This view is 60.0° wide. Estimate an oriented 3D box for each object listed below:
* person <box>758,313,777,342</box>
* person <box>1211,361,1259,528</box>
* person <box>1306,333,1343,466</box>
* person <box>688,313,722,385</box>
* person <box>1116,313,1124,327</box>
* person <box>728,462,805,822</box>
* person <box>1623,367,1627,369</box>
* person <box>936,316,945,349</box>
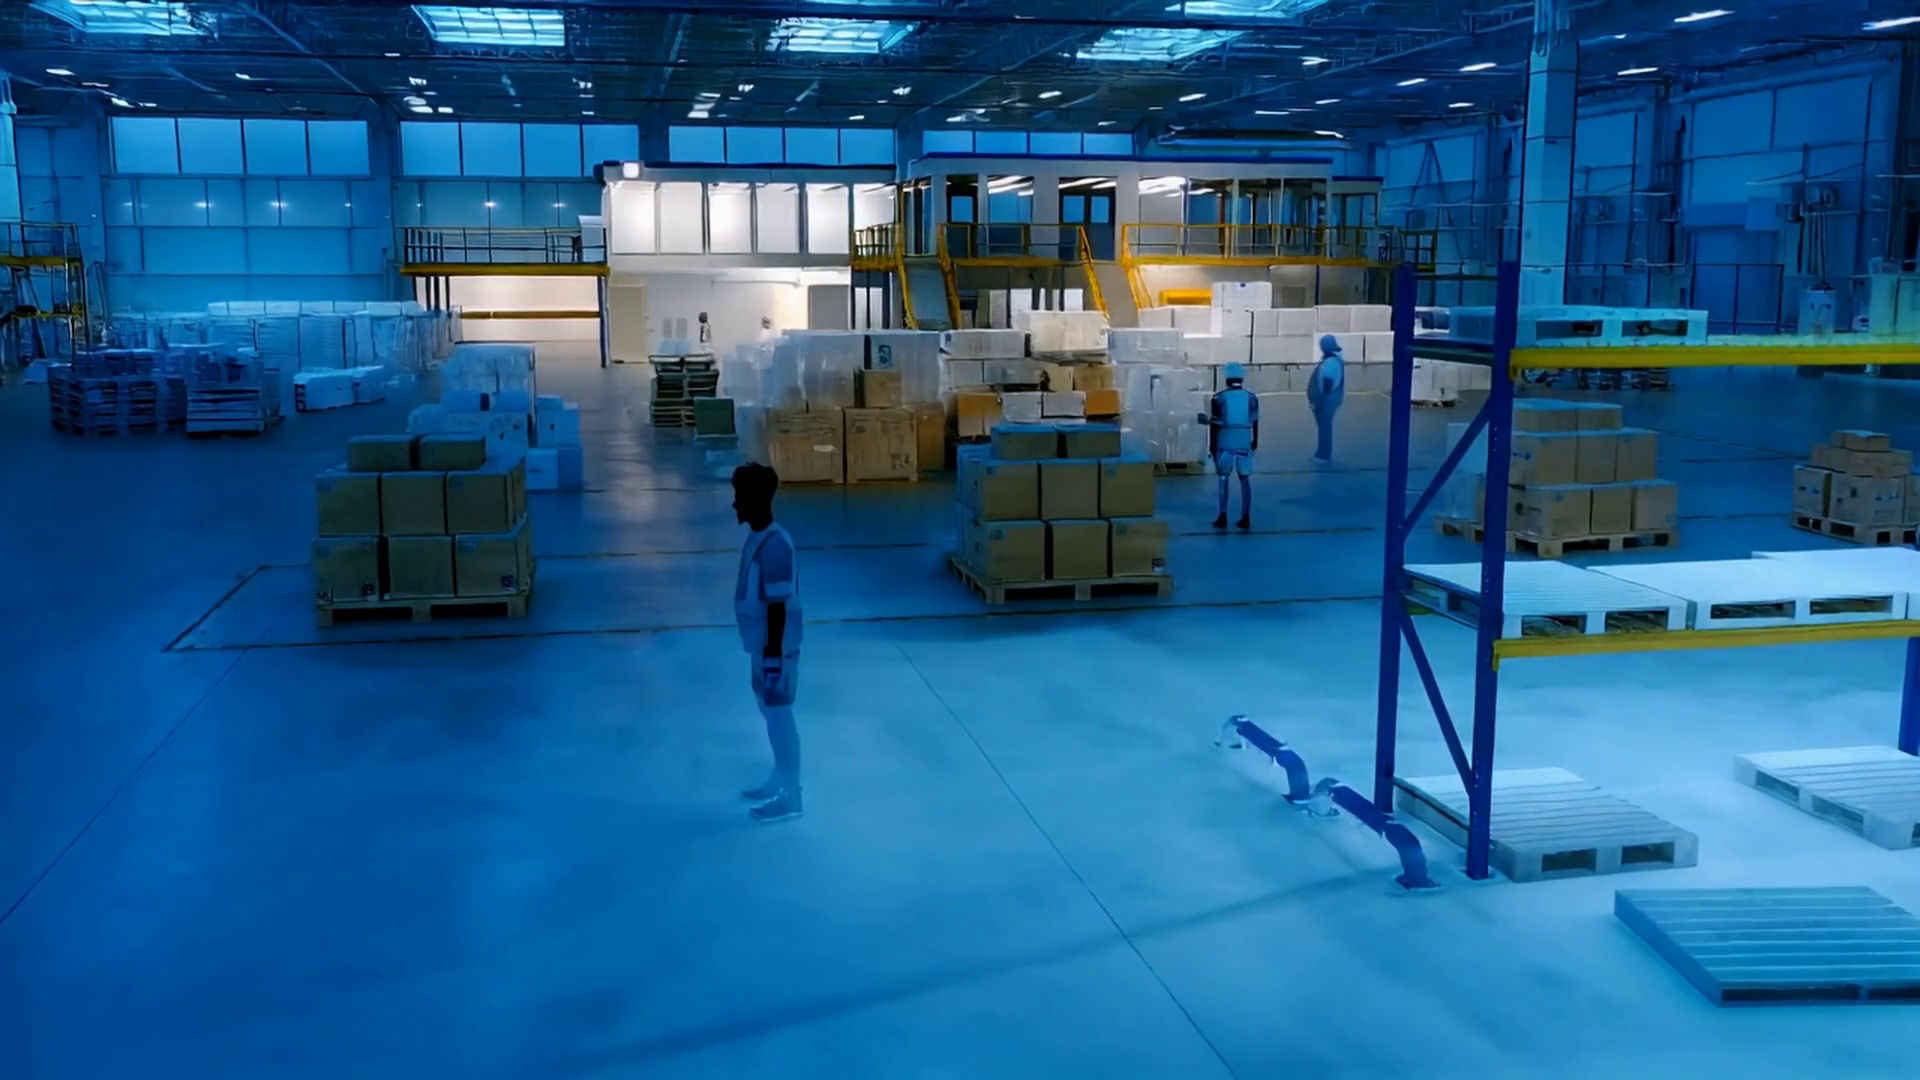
[{"bbox_3d":[-4.394,-4.108,37.406,0.661,1.970,0.663,8,13,42],"label":"person"},{"bbox_3d":[3.158,-1.096,19.211,0.550,1.929,0.396,-1,9,-5],"label":"person"},{"bbox_3d":[5.533,-2.150,25.280,0.535,2.000,0.693,1,9,8],"label":"person"},{"bbox_3d":[-6.483,-4.842,42.330,0.977,1.830,0.601,-5,11,-28],"label":"person"},{"bbox_3d":[3.988,-4.875,42.517,0.450,1.831,0.560,-3,10,-16],"label":"person"},{"bbox_3d":[-1.056,0.550,9.101,0.388,1.957,0.606,-3,10,-16],"label":"person"},{"bbox_3d":[17.152,-5.019,43.046,0.390,1.946,0.614,5,10,27],"label":"person"},{"bbox_3d":[-0.616,-4.429,39.784,0.899,1.853,0.579,-4,10,-21],"label":"person"}]
